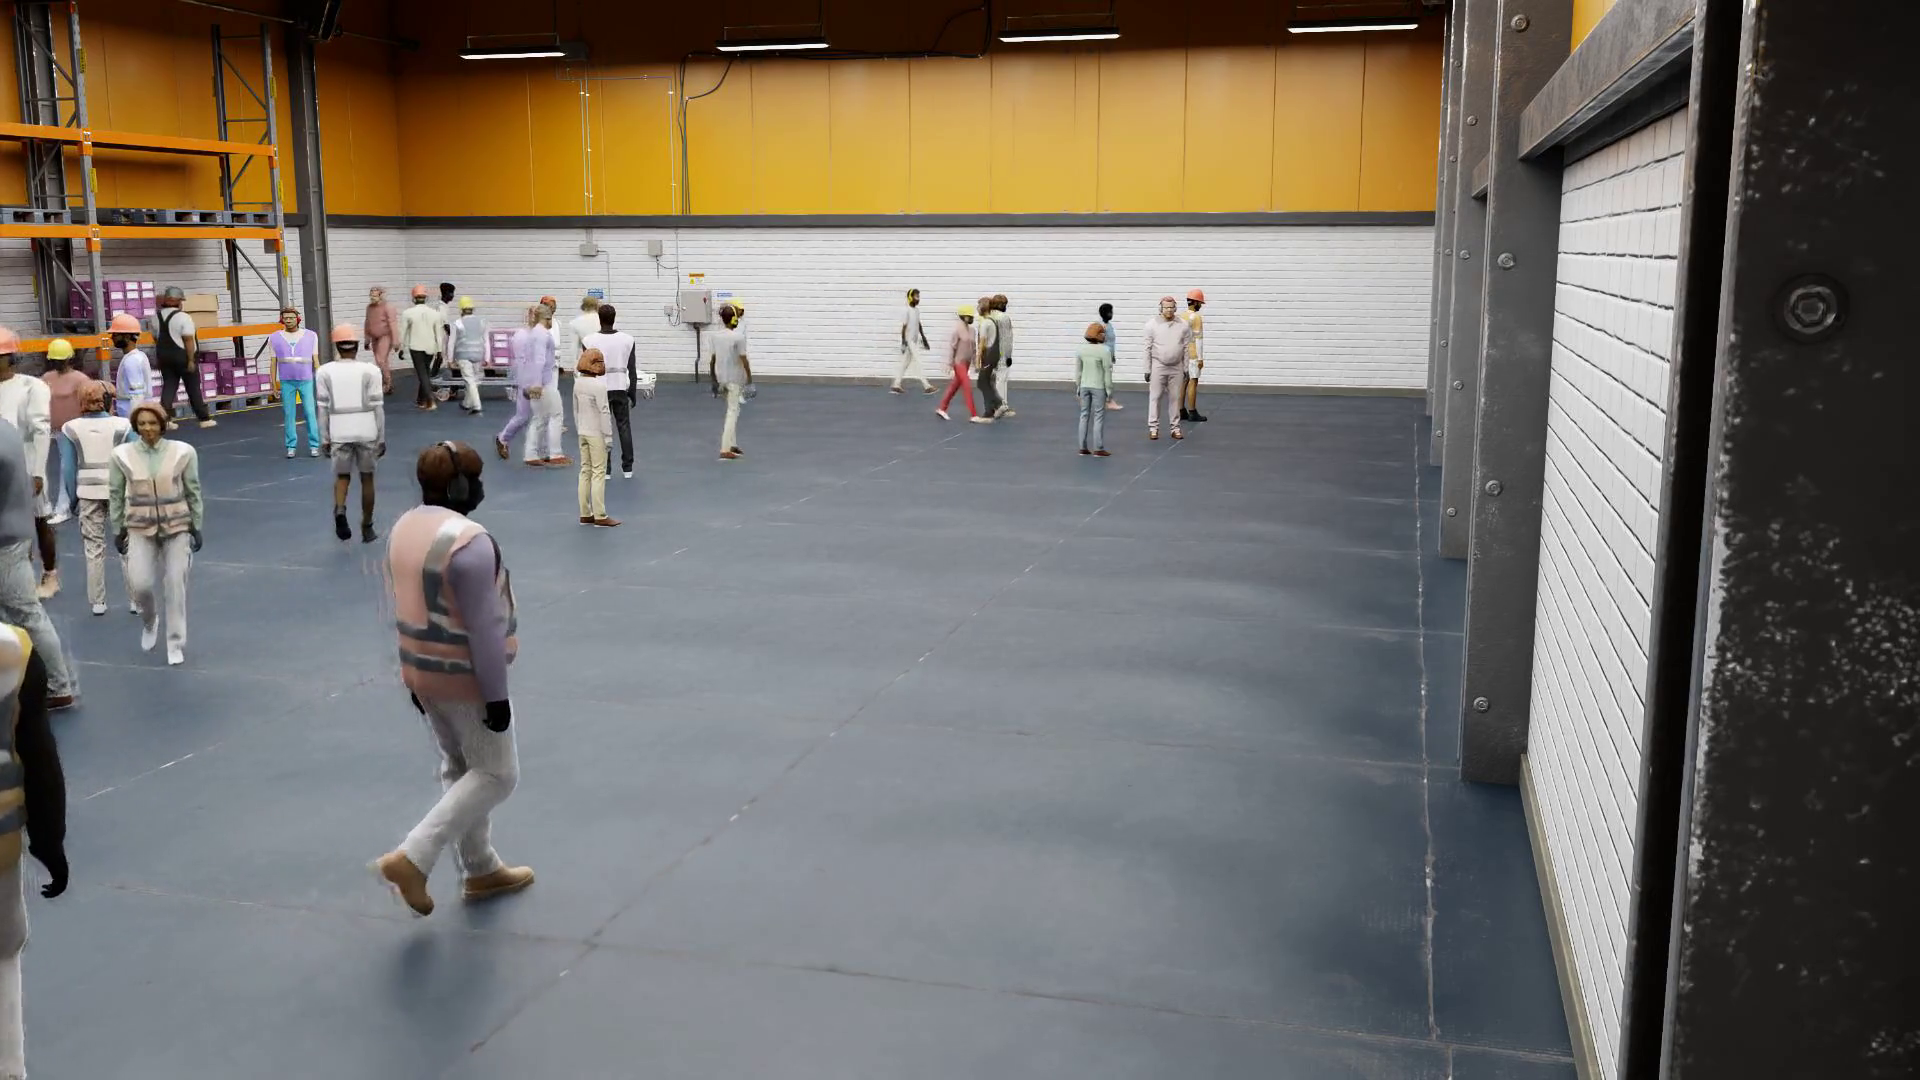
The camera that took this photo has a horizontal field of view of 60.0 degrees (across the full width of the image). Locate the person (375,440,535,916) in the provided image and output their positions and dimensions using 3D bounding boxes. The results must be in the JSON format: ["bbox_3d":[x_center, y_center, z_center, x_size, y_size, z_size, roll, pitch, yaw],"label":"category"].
[{"bbox_3d":[-1.938,0.536,6.309,0.607,1.829,0.641,-9,14,-42],"label":"person"}]

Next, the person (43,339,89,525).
[{"bbox_3d":[-8.272,-1.037,15.570,0.548,1.715,0.829,4,11,19],"label":"person"}]

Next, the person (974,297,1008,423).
[{"bbox_3d":[0.388,-2.584,23.991,0.417,1.828,0.524,3,10,14],"label":"person"}]

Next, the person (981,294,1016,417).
[{"bbox_3d":[0.584,-2.765,24.992,0.429,1.838,0.621,-7,12,-36],"label":"person"}]

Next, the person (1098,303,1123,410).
[{"bbox_3d":[2.216,-2.876,26.060,0.706,1.672,0.534,3,10,17],"label":"person"}]

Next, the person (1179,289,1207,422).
[{"bbox_3d":[3.405,-2.697,24.342,0.371,1.928,0.543,-5,11,-26],"label":"person"}]

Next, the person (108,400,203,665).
[{"bbox_3d":[-4.918,-0.049,10.212,0.517,1.626,0.395,-5,11,-24],"label":"person"}]

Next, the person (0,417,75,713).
[{"bbox_3d":[-5.306,0.044,8.896,0.955,1.898,0.661,-4,11,-20],"label":"person"}]

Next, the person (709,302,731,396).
[{"bbox_3d":[-3.994,-3.239,28.299,0.717,1.602,0.529,8,13,38],"label":"person"}]

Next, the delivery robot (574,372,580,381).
[{"bbox_3d":[-6.159,-2.730,28.146,0.707,0.478,0.477,2,10,14],"label":"delivery robot"}]

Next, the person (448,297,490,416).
[{"bbox_3d":[-7.477,-2.783,25.242,0.612,1.783,0.919,-9,14,-42],"label":"person"}]

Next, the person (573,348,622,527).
[{"bbox_3d":[-3.335,-0.933,15.184,0.277,1.633,0.507,-10,14,-44],"label":"person"}]

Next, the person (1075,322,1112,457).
[{"bbox_3d":[1.631,-1.832,20.278,0.507,1.631,0.266,8,13,38],"label":"person"}]

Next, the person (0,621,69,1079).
[{"bbox_3d":[-2.769,0.862,4.465,0.654,1.828,0.454,-8,13,-40],"label":"person"}]

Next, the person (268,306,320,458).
[{"bbox_3d":[-8.032,-1.903,20.127,0.568,1.836,0.386,-3,10,-16],"label":"person"}]

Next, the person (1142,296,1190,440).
[{"bbox_3d":[2.738,-2.273,22.031,0.639,1.900,0.403,-2,10,-11],"label":"person"}]

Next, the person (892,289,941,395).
[{"bbox_3d":[-0.776,-3.417,28.730,0.965,1.820,0.542,3,11,19],"label":"person"}]

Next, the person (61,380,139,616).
[{"bbox_3d":[-5.909,-0.287,11.518,0.514,1.637,0.314,-2,10,-12],"label":"person"}]

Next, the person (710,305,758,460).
[{"bbox_3d":[-2.702,-1.886,19.993,0.533,1.848,0.677,8,13,39],"label":"person"}]

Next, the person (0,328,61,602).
[{"bbox_3d":[-6.676,-0.482,11.618,0.618,1.986,1.064,0,10,-2],"label":"person"}]

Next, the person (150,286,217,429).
[{"bbox_3d":[-10.922,-2.565,23.272,0.698,2.000,0.843,3,11,17],"label":"person"}]

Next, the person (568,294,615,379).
[{"bbox_3d":[-5.069,-2.444,23.024,0.635,1.910,0.926,-2,10,-9],"label":"person"}]

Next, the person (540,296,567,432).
[{"bbox_3d":[-5.628,-2.393,22.749,0.362,1.883,0.576,5,11,24],"label":"person"}]

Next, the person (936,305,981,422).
[{"bbox_3d":[0.000,-2.584,24.306,0.944,1.715,0.530,7,12,34],"label":"person"}]

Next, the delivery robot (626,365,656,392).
[{"bbox_3d":[-5.469,-2.686,27.902,0.707,0.478,0.477,2,10,9],"label":"delivery robot"}]

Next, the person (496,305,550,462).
[{"bbox_3d":[-5.096,-1.848,19.696,0.838,1.871,0.650,5,11,26],"label":"person"}]

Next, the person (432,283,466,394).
[{"bbox_3d":[-8.847,-3.492,28.841,0.849,1.922,0.617,-1,10,-8],"label":"person"}]

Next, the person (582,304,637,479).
[{"bbox_3d":[-3.841,-1.624,18.292,0.591,1.918,0.383,-5,11,-25],"label":"person"}]

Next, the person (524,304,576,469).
[{"bbox_3d":[-4.772,-1.762,19.166,0.661,1.884,0.714,-5,11,-26],"label":"person"}]

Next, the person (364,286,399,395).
[{"bbox_3d":[-9.896,-3.391,28.421,0.753,1.869,0.514,7,12,33],"label":"person"}]

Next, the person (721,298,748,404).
[{"bbox_3d":[-3.629,-3.031,26.832,0.502,1.724,0.436,-6,11,-29],"label":"person"}]

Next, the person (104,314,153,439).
[{"bbox_3d":[-7.592,-1.101,15.279,0.361,1.938,0.546,-4,11,-22],"label":"person"}]

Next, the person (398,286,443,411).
[{"bbox_3d":[-8.419,-2.993,26.022,0.611,1.945,1.033,-9,13,-40],"label":"person"}]

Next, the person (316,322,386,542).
[{"bbox_3d":[-5.204,-0.899,14.219,0.545,1.919,0.590,-2,10,-9],"label":"person"}]
